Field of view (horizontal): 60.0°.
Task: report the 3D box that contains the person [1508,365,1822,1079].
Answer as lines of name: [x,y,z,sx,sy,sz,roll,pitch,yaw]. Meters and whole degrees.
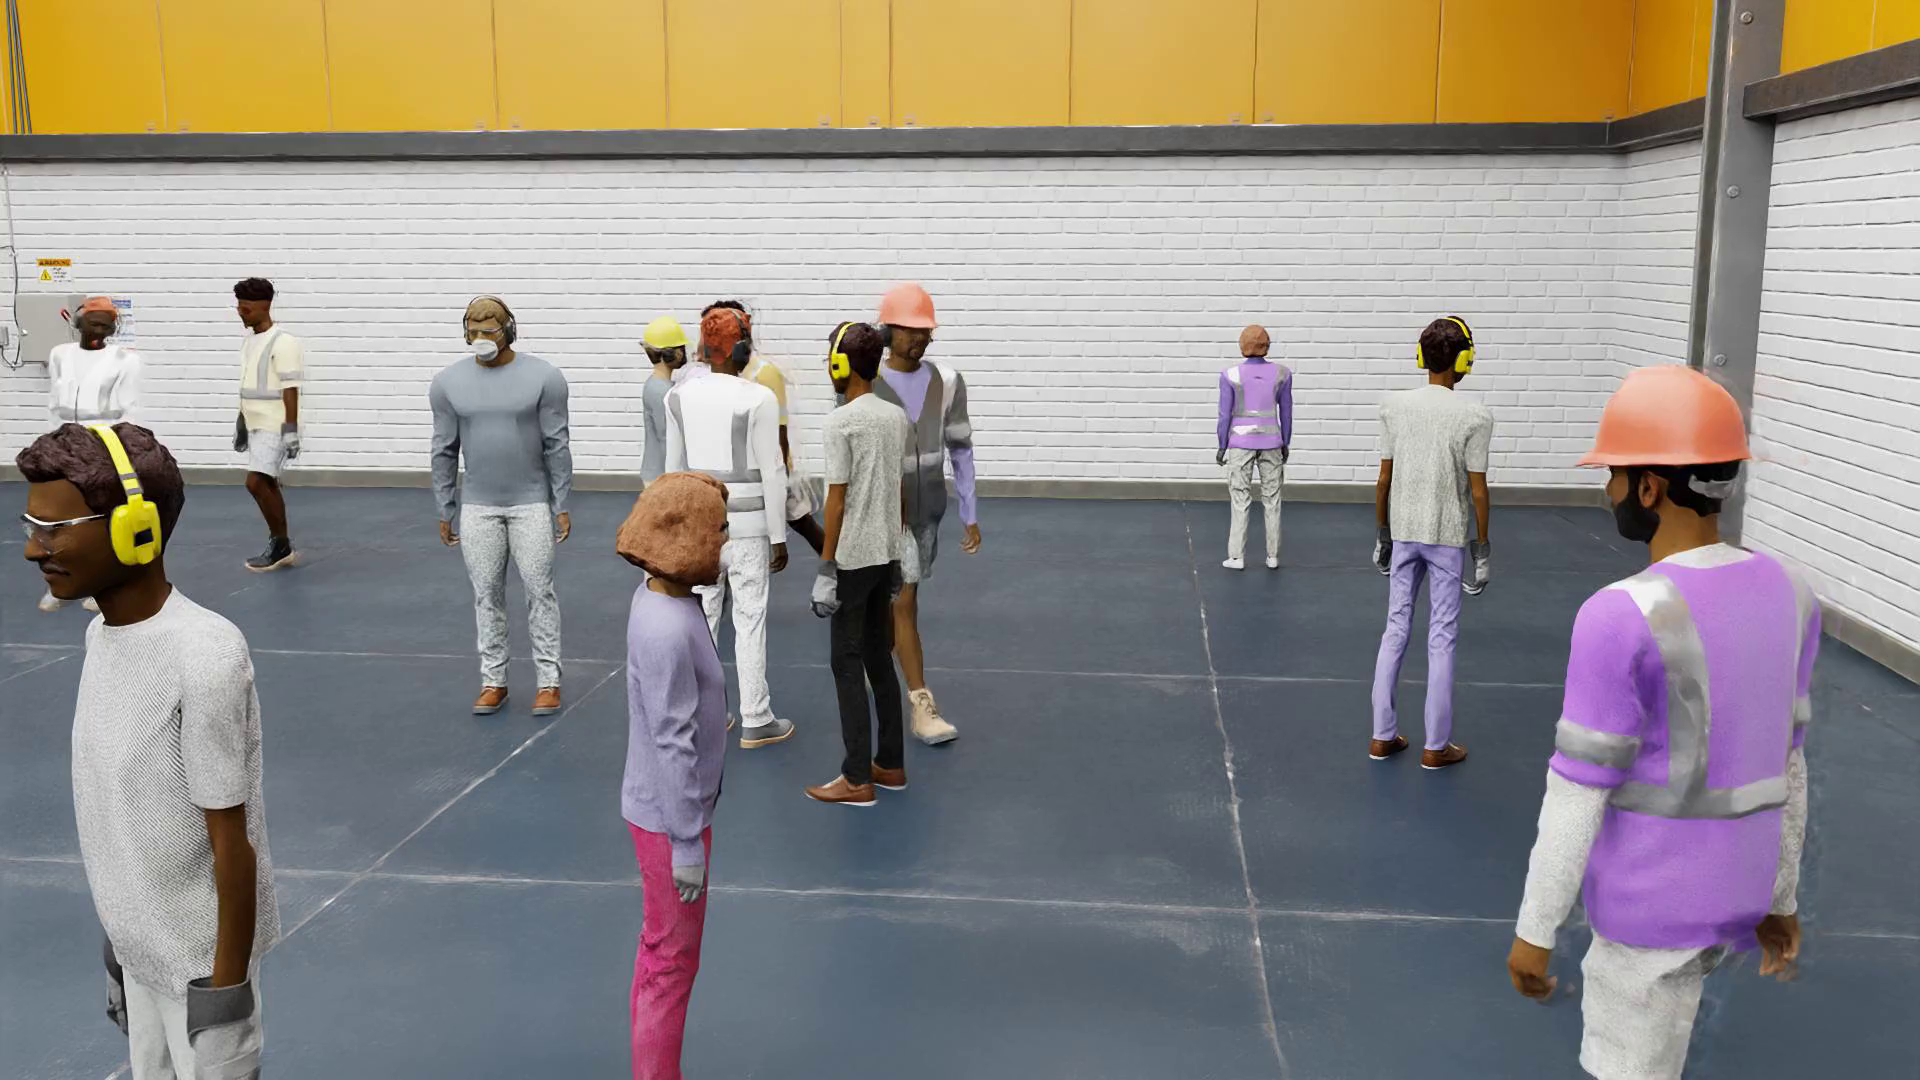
person: [1.244,0.631,3.139,0.576,1.915,0.643,-6,12,-31]

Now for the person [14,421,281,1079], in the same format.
person: [-1.314,0.727,2.778,0.512,1.861,0.325,9,13,41]

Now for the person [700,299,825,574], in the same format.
person: [-1.108,-0.452,9.555,1.177,1.870,0.630,-9,13,-41]

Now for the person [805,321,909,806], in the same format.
person: [-0.391,0.096,6.411,0.341,1.856,0.526,6,11,29]

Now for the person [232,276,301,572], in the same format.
person: [-4.621,-0.756,10.984,0.482,1.947,0.658,-10,14,-44]

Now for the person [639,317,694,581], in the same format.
person: [-1.566,-0.314,8.997,0.318,1.769,0.537,-3,10,-16]

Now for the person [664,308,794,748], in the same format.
person: [-0.984,-0.045,7.125,0.575,1.883,0.355,5,11,25]

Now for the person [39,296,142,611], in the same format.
person: [-5.187,-0.504,9.834,0.688,1.855,0.478,2,10,9]

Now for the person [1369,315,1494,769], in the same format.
person: [1.937,0.016,6.852,0.515,1.865,0.320,8,13,40]

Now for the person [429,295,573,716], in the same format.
person: [-2.091,-0.151,7.615,0.641,1.927,0.386,0,10,-2]

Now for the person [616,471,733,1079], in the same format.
person: [-0.647,0.650,3.859,0.268,1.631,0.507,-2,10,-11]

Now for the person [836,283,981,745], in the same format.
person: [-0.234,-0.146,7.442,0.620,1.983,1.087,-5,11,-28]

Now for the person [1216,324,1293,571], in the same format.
person: [1.950,-0.604,11.024,0.512,1.639,0.311,-1,10,-6]
